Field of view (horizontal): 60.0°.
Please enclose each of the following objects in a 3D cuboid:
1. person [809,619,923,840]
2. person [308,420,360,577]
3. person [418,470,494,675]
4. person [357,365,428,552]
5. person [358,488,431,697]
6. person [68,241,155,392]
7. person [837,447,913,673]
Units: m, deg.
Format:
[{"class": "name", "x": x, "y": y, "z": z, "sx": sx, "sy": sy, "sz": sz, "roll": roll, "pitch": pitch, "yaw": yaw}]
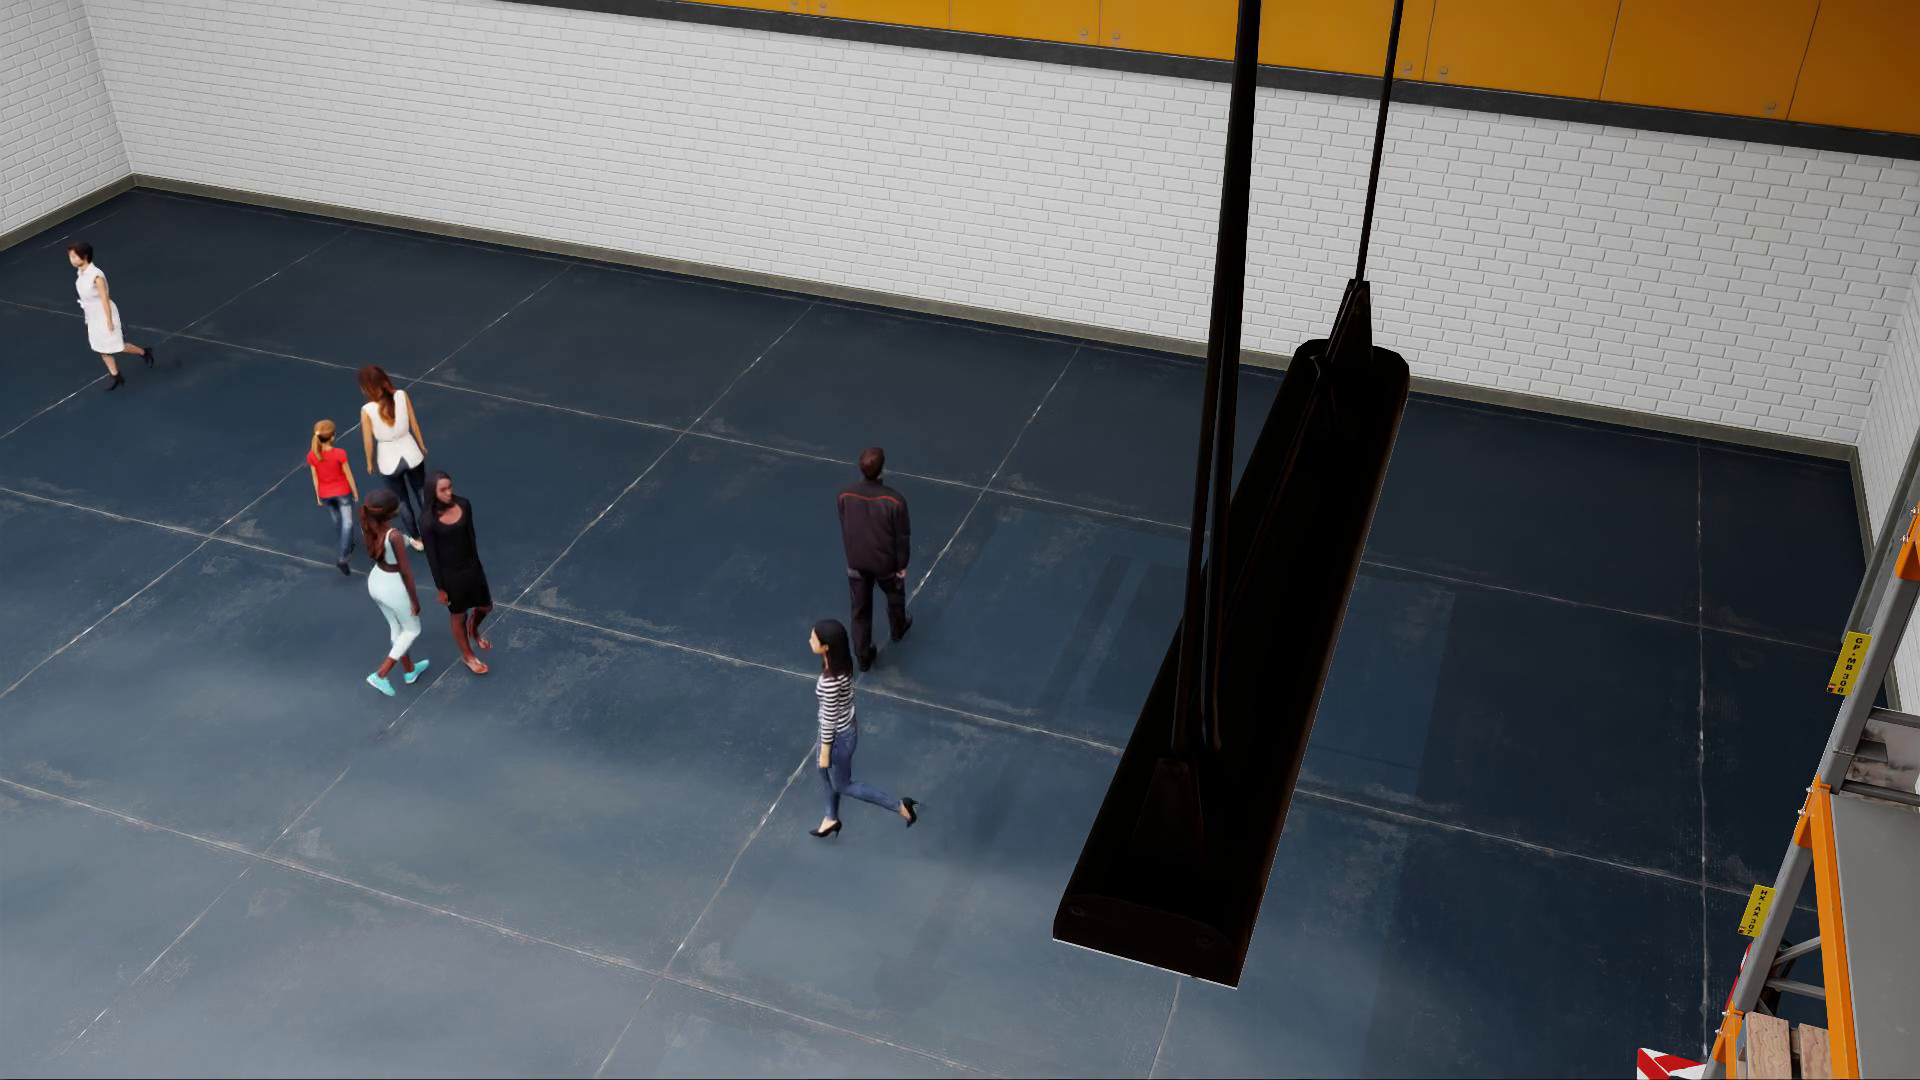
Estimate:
[{"class": "person", "x": -0.692, "y": 1.283, "z": 10.650, "sx": 0.851, "sy": 1.768, "sz": 1.000, "roll": 1, "pitch": 34, "yaw": 2}, {"class": "person", "x": -5.091, "y": -0.331, "z": 13.516, "sx": 0.720, "sy": 1.282, "sz": 0.928, "roll": -3, "pitch": 34, "yaw": -5}, {"class": "person", "x": -3.781, "y": 0.218, "z": 12.301, "sx": 0.774, "sy": 1.714, "sz": 0.665, "roll": 23, "pitch": 40, "yaw": 31}, {"class": "person", "x": -4.539, "y": -0.606, "z": 13.497, "sx": 0.770, "sy": 1.762, "sz": 0.847, "roll": -20, "pitch": 38, "yaw": -27}, {"class": "person", "x": -4.147, "y": 0.417, "z": 12.006, "sx": 0.674, "sy": 1.708, "sz": 0.894, "roll": 15, "pitch": 37, "yaw": 21}, {"class": "person", "x": -8.216, "y": -2.185, "z": 16.071, "sx": 0.691, "sy": 1.541, "sz": 0.856, "roll": 22, "pitch": 39, "yaw": 29}, {"class": "person", "x": -0.669, "y": 0.190, "z": 12.250, "sx": 0.814, "sy": 1.817, "sz": 0.971, "roll": 5, "pitch": 34, "yaw": 8}]
